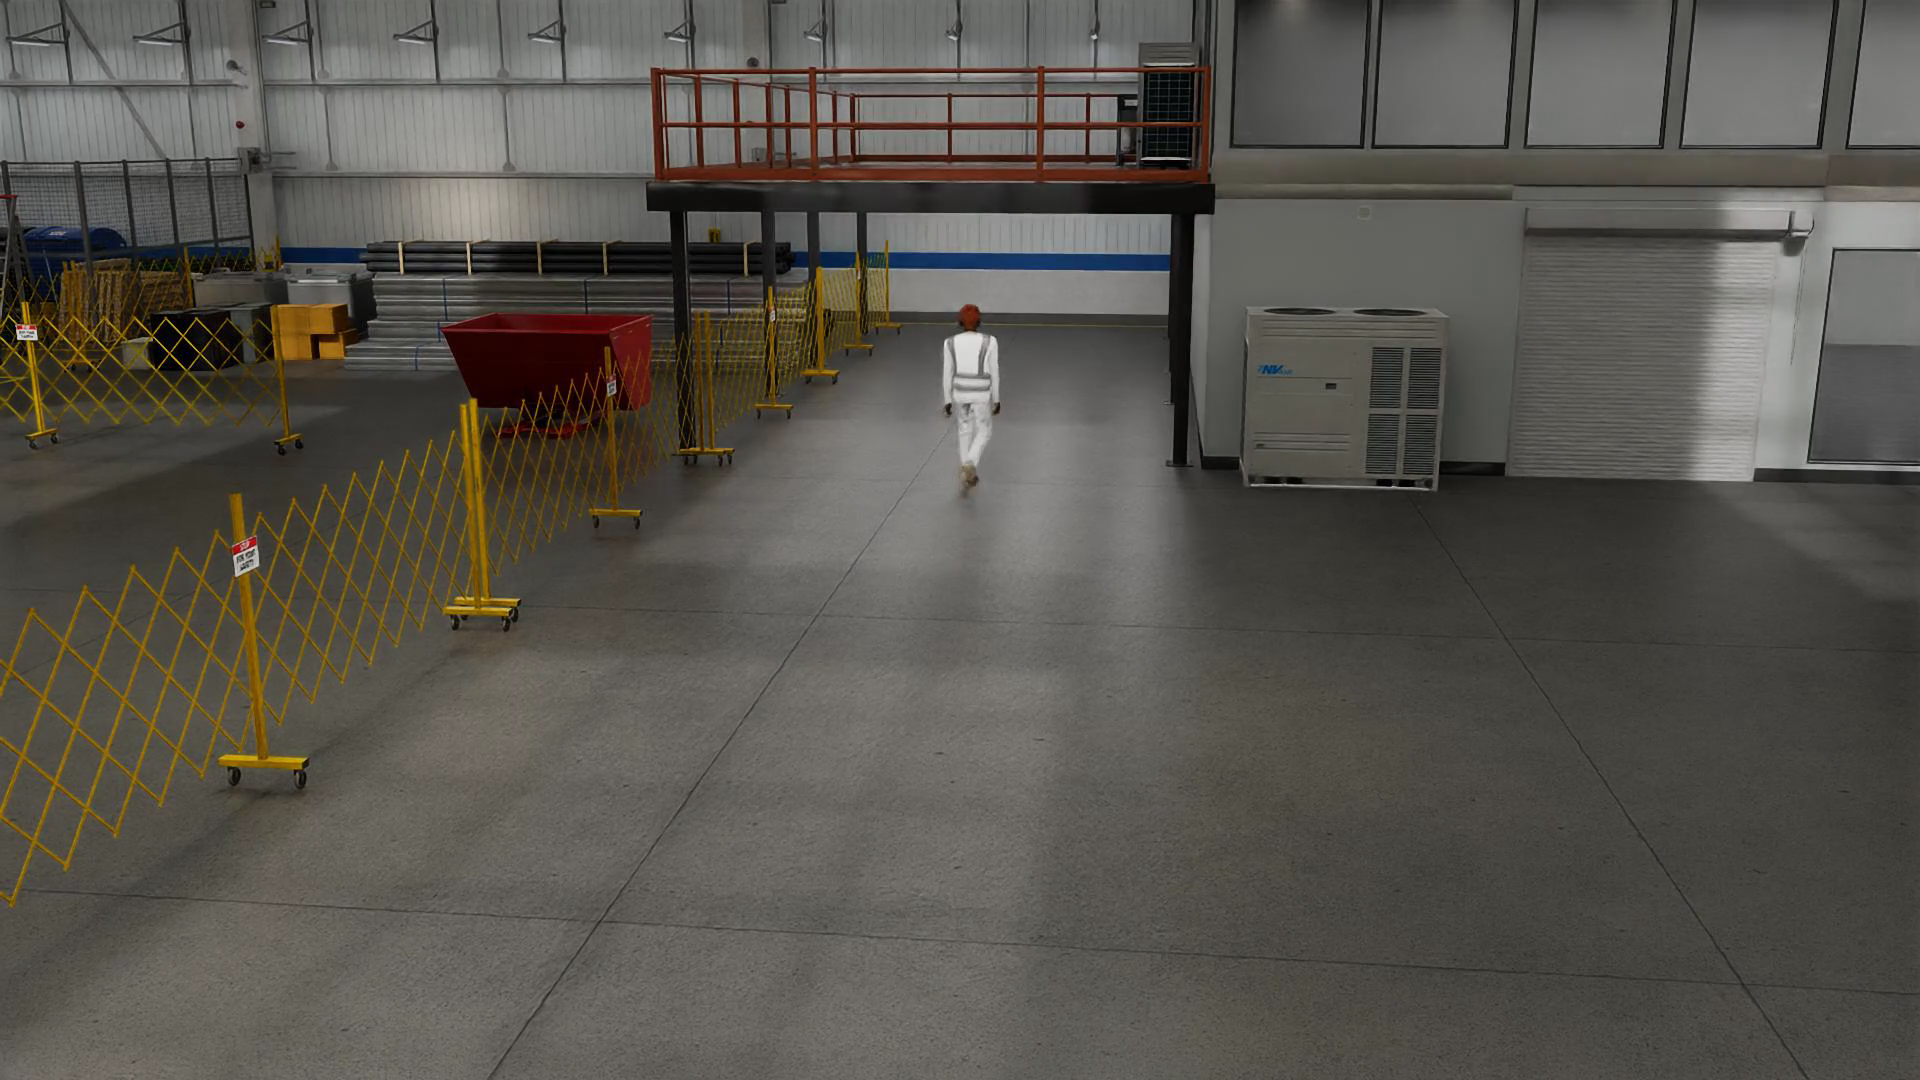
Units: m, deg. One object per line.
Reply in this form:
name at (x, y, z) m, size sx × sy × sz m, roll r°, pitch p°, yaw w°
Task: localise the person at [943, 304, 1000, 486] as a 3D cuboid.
person at (0.101, -1.439, 16.783) m, size 0.597 × 1.869 × 0.595 m, roll 5°, pitch 15°, yaw 19°
